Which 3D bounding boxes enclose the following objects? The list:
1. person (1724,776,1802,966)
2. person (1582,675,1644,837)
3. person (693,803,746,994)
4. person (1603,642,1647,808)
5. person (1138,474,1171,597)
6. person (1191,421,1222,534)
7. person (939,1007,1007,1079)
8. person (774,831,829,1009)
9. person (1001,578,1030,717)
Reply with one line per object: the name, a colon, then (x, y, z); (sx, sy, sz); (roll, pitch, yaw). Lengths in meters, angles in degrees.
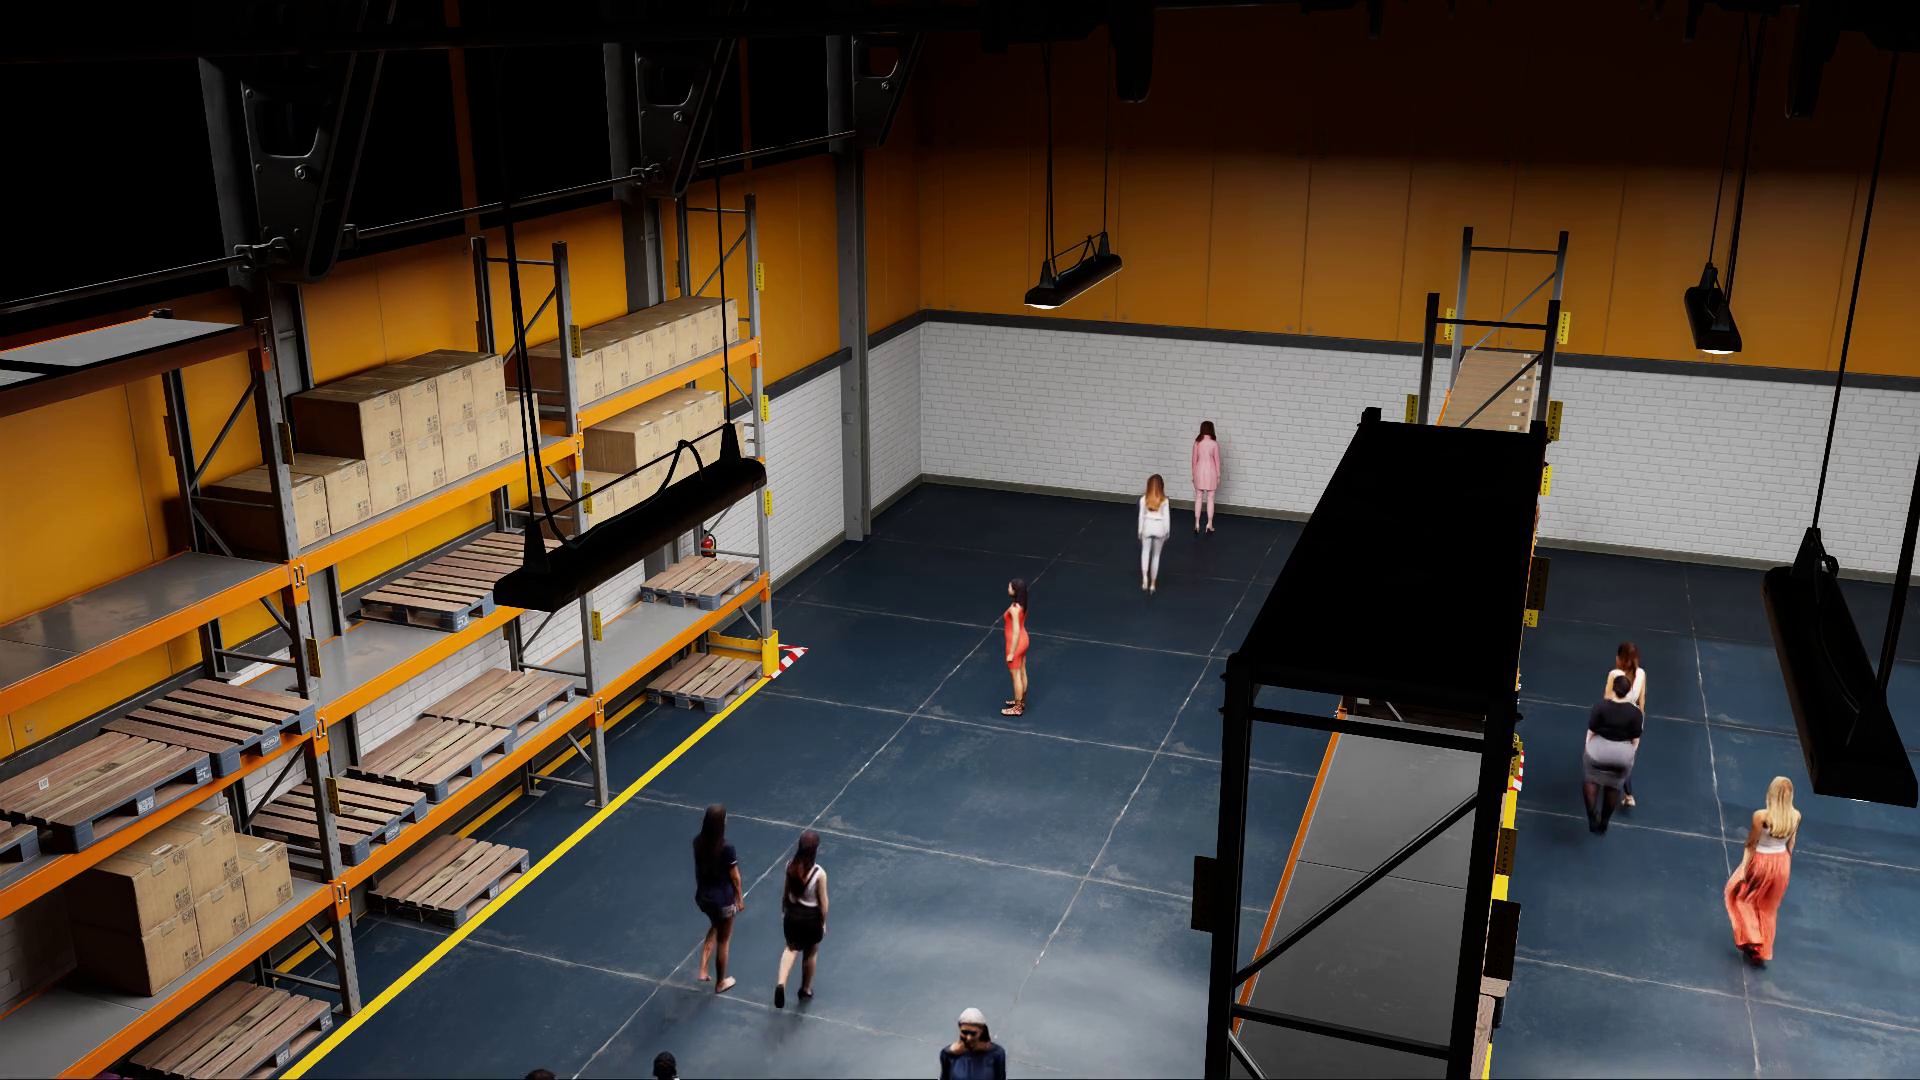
person: (7.142, 2.958, 14.630); (0.823, 1.784, 0.913); (-2, 19, -5)
person: (6.582, 2.243, 16.828); (0.656, 1.737, 0.866); (5, 19, 15)
person: (-2.130, 3.111, 14.216); (0.638, 1.758, 0.679); (11, 21, 29)
person: (7.042, 1.989, 17.579); (0.965, 1.739, 1.213); (-2, 19, -7)
person: (2.744, -0.043, 23.586); (0.620, 1.755, 0.633); (4, 19, 13)
person: (3.886, -0.997, 26.349); (0.607, 1.800, 0.510); (6, 20, 18)
person: (0.099, 3.994, 11.731); (0.744, 1.671, 0.965); (2, 19, 7)
person: (-1.343, 3.253, 13.995); (0.584, 1.630, 0.824); (5, 19, 15)
person: (0.683, 1.260, 19.775); (0.644, 1.718, 0.463); (6, 20, 18)
